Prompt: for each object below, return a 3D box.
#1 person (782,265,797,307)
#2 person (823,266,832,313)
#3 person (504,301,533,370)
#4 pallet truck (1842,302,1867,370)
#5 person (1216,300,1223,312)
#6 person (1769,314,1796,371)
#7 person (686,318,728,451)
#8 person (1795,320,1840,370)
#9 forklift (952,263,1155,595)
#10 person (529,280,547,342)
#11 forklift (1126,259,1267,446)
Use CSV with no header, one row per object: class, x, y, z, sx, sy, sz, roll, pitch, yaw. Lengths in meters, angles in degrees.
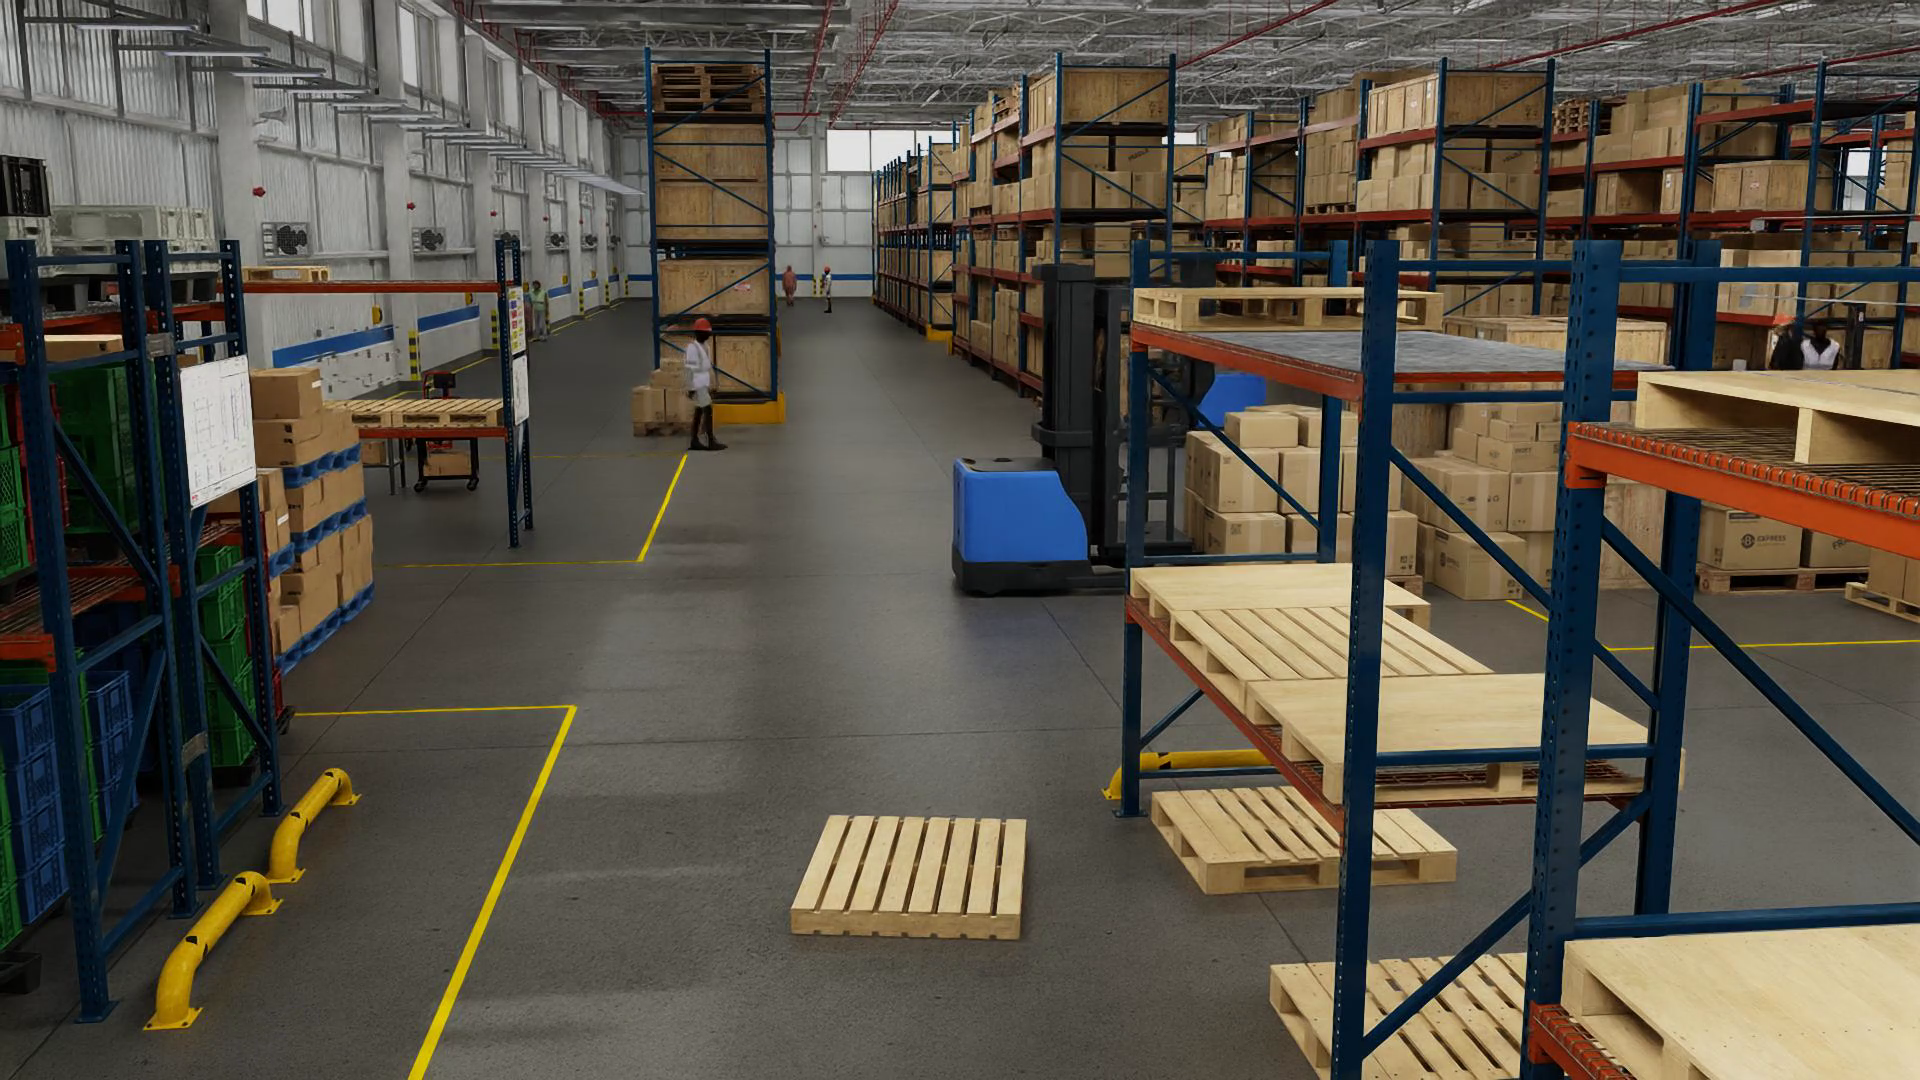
person,-7.784,-11.586,75.883,0.661,1.894,0.416,-1,10,-3
person,-5.532,-10.446,69.429,0.360,1.936,0.552,-1,10,-8
person,-10.330,-4.912,38.920,0.697,1.894,0.466,0,10,1
pallet truck,15.846,-3.142,28.793,1.885,1.965,0.823,2,10,12
person,7.205,-6.016,45.608,0.794,1.660,0.558,-1,10,-6
person,12.268,-2.400,24.862,1.013,1.938,0.617,2,11,13
person,-3.597,-2.218,23.891,0.780,1.913,0.571,3,11,14
person,12.759,-2.363,24.839,0.604,1.878,0.965,4,11,20
forklift,0.906,-1.002,14.487,1.873,2.768,1.129,-1,10,-6
person,-12.603,-6.848,49.793,0.560,1.836,0.388,2,10,8
forklift,3.532,-2.839,24.666,1.873,2.768,1.129,-2,10,-9
